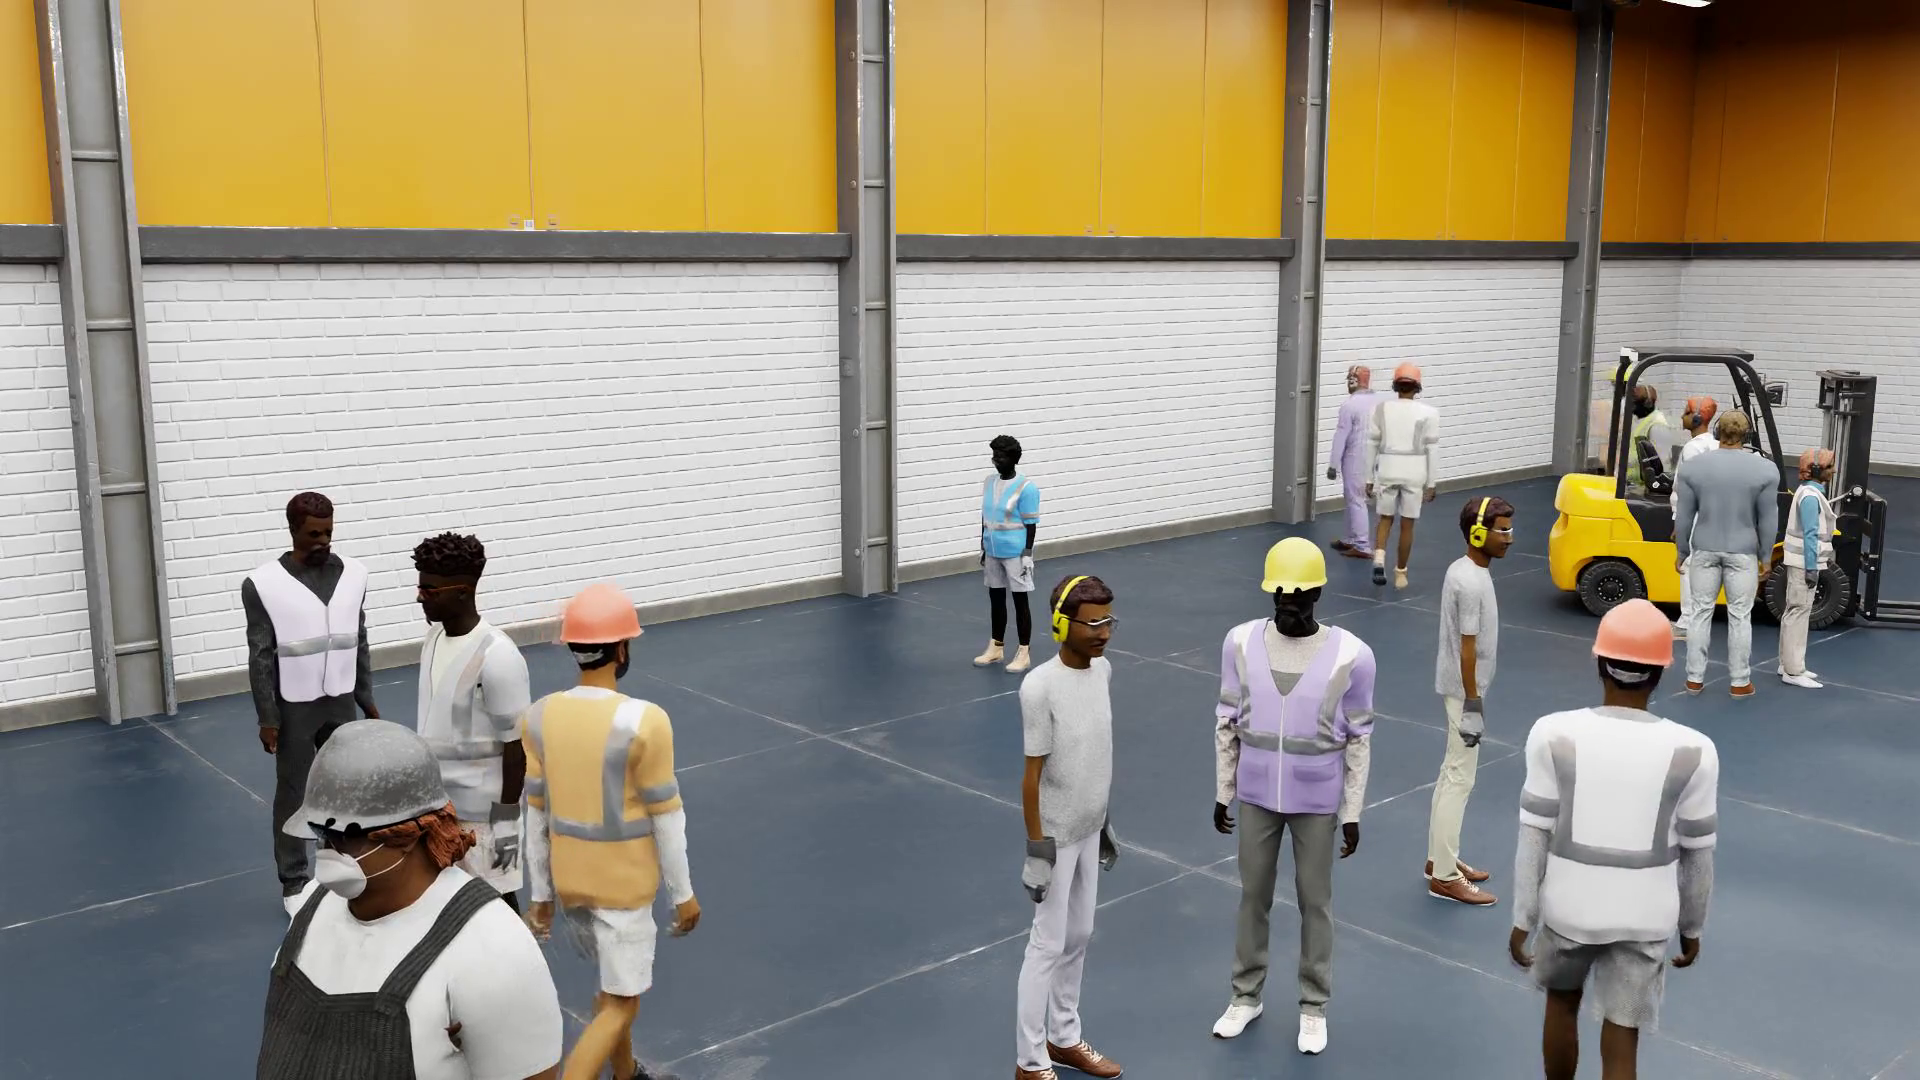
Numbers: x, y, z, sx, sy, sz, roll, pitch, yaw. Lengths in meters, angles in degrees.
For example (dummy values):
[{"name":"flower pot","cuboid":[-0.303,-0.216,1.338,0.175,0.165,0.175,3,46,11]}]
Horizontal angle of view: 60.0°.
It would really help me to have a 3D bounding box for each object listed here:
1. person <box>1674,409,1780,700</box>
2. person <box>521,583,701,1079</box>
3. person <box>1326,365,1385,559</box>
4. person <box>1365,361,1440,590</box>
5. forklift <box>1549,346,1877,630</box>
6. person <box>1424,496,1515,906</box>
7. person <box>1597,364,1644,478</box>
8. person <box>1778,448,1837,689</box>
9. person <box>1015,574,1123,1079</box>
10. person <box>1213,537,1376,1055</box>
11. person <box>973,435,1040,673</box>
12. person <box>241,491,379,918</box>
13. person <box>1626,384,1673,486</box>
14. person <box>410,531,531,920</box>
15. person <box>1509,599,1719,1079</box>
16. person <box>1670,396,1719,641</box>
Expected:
[{"name":"person","cuboid":[5.089,0.094,11.085,0.627,1.940,0.376,6,12,33]},{"name":"person","cuboid":[-1.186,1.101,5.308,0.549,1.909,0.879,6,11,30]},{"name":"person","cuboid":[3.809,-0.779,16.357,0.669,1.884,0.738,-9,13,-42]},{"name":"person","cuboid":[3.873,-0.553,14.611,0.617,2.025,0.547,5,11,28]},{"name":"forklift","cuboid":[6.109,-0.478,13.691,2.313,2.155,1.214,3,10,16]},{"name":"person","cuboid":[2.338,0.721,7.637,0.311,1.864,0.533,2,10,13]},{"name":"person","cuboid":[6.436,-0.794,16.424,0.847,1.898,0.589,0,10,3]},{"name":"person","cuboid":[5.821,0.184,11.434,0.309,1.641,0.513,4,10,22]},{"name":"person","cuboid":[0.391,1.034,5.811,0.309,1.861,0.535,7,12,35]},{"name":"person","cuboid":[1.222,0.938,6.178,0.586,1.928,0.365,4,11,25]},{"name":"person","cuboid":[0.333,0.092,11.821,0.319,1.693,0.532,-9,13,-44]},{"name":"person","cuboid":[-2.889,0.727,7.454,0.393,1.915,0.591,7,12,35]},{"name":"person","cuboid":[6.323,-0.528,15.169,0.912,1.802,0.649,0,10,-2]},{"name":"person","cuboid":[-1.792,0.935,6.080,0.361,1.963,0.614,-9,13,-43]},{"name":"person","cuboid":[2.024,1.116,5.180,0.567,1.908,0.748,4,10,20]},{"name":"person","cuboid":[5.620,-0.165,12.762,0.355,1.885,0.574,8,12,38]}]
